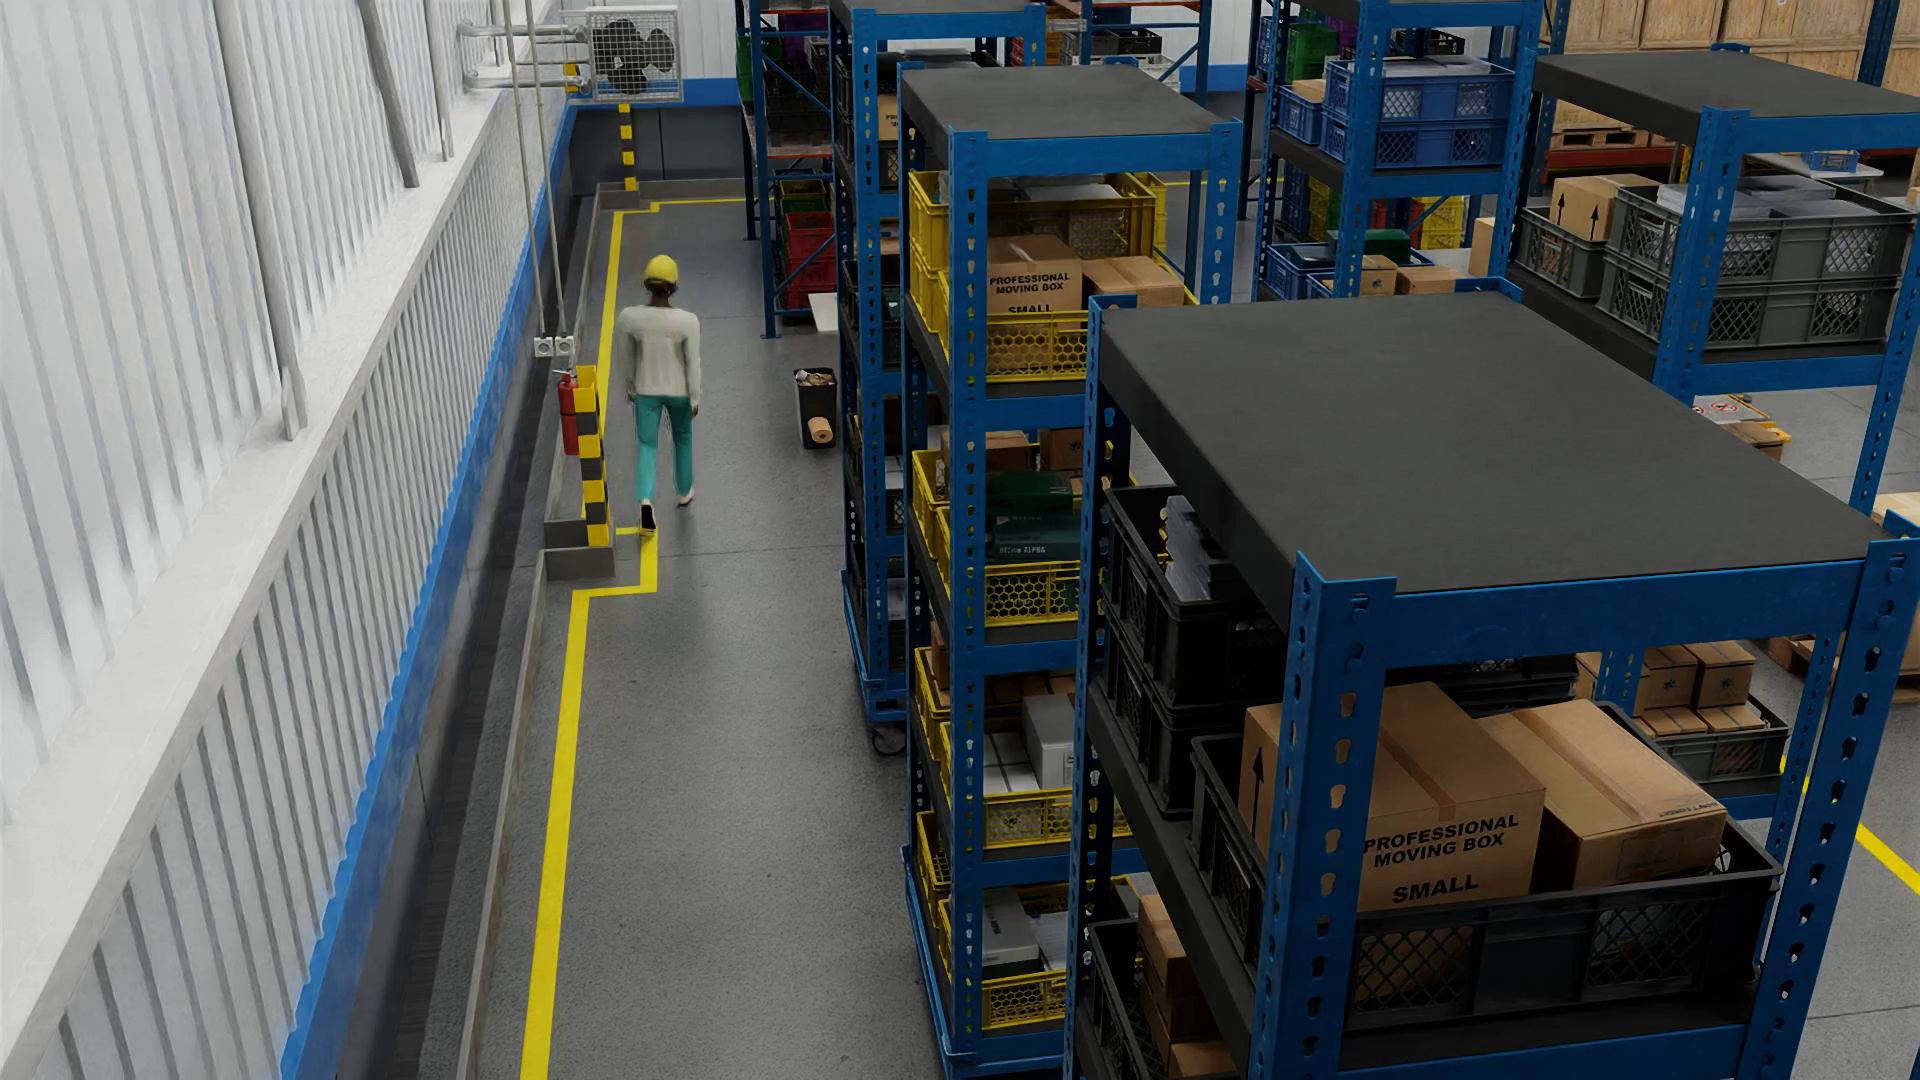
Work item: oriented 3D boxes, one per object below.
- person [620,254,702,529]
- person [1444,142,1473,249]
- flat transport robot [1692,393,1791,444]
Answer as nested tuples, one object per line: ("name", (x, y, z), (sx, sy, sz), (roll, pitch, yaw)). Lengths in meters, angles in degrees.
("person", (-1.892, -0.932, 10.559), (0.523, 1.735, 0.771), (-1, 25, -2))
("person", (5.028, -3.794, 16.614), (0.583, 1.880, 0.337), (-19, 31, -35))
("flat transport robot", (5.224, -0.859, 12.132), (1.431, 0.197, 0.652), (-4, 25, -8))
